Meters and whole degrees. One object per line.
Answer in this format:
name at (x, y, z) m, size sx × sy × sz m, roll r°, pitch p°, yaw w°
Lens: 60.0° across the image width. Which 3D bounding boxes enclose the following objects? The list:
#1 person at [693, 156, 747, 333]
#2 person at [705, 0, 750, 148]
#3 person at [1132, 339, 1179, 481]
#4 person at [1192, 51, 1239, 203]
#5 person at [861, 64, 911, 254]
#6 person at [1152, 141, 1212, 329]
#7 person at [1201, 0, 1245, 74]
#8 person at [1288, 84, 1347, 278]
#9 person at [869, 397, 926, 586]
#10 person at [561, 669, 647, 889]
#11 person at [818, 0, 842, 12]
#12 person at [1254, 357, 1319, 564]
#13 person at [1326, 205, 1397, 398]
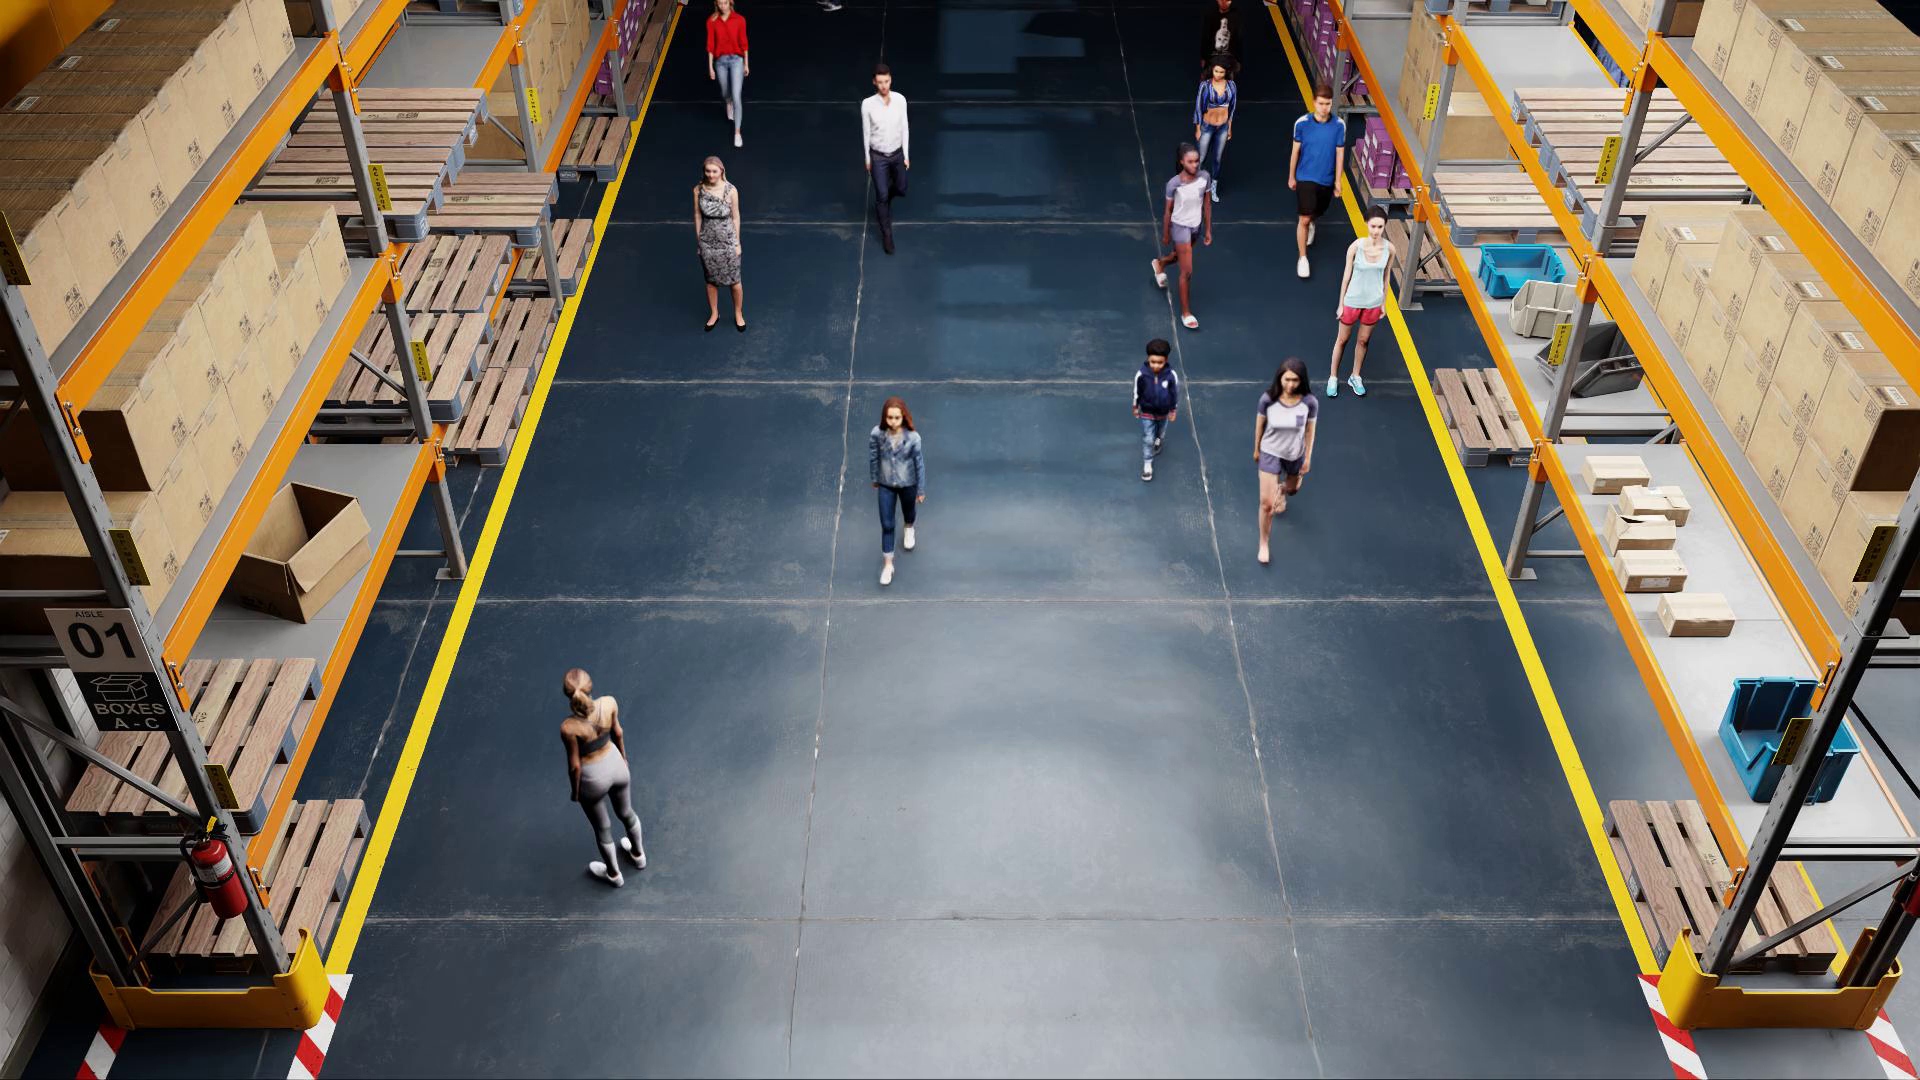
person at (-2.186, -2.707, 15.143) m, size 0.569 × 1.706 × 0.500 m, roll 2°, pitch 39°, yaw 2°
person at (-2.553, -5.274, 18.380) m, size 0.723 × 1.676 × 1.123 m, roll -4°, pitch 39°, yaw -5°
person at (1.603, -1.112, 13.547) m, size 0.575 × 1.205 × 0.806 m, roll 5°, pitch 39°, yaw 6°
person at (2.612, -4.246, 17.140) m, size 0.631 × 1.618 × 0.593 m, roll -6°, pitch 39°, yaw -7°
person at (-0.740, -3.843, 16.450) m, size 0.796 × 1.850 × 1.085 m, roll -10°, pitch 40°, yaw -12°
person at (2.046, -2.889, 15.390) m, size 0.965 × 1.681 × 1.256 m, roll -17°, pitch 42°, yaw -20°
person at (2.907, -5.418, 18.585) m, size 0.632 × 1.645 × 0.957 m, roll 1°, pitch 39°, yaw 1°
person at (3.444, -3.546, 16.088) m, size 0.713 × 1.838 × 1.211 m, roll 2°, pitch 39°, yaw 2°
person at (-0.449, -0.463, 12.546) m, size 0.609 × 1.439 × 0.961 m, roll 3°, pitch 39°, yaw 3°
person at (-2.151, 1.417, 9.979) m, size 0.690 × 1.705 × 0.629 m, roll 32°, pitch 48°, yaw 33°
person at (-1.692, -7.679, 21.491) m, size 0.712 × 1.553 × 0.600 m, roll -15°, pitch 41°, yaw -18°
person at (2.465, -0.700, 12.649) m, size 0.623 × 1.680 × 1.023 m, roll 3°, pitch 39°, yaw 3°
person at (3.443, -2.031, 14.249) m, size 0.566 × 1.764 × 0.543 m, roll 0°, pitch 39°, yaw 0°
